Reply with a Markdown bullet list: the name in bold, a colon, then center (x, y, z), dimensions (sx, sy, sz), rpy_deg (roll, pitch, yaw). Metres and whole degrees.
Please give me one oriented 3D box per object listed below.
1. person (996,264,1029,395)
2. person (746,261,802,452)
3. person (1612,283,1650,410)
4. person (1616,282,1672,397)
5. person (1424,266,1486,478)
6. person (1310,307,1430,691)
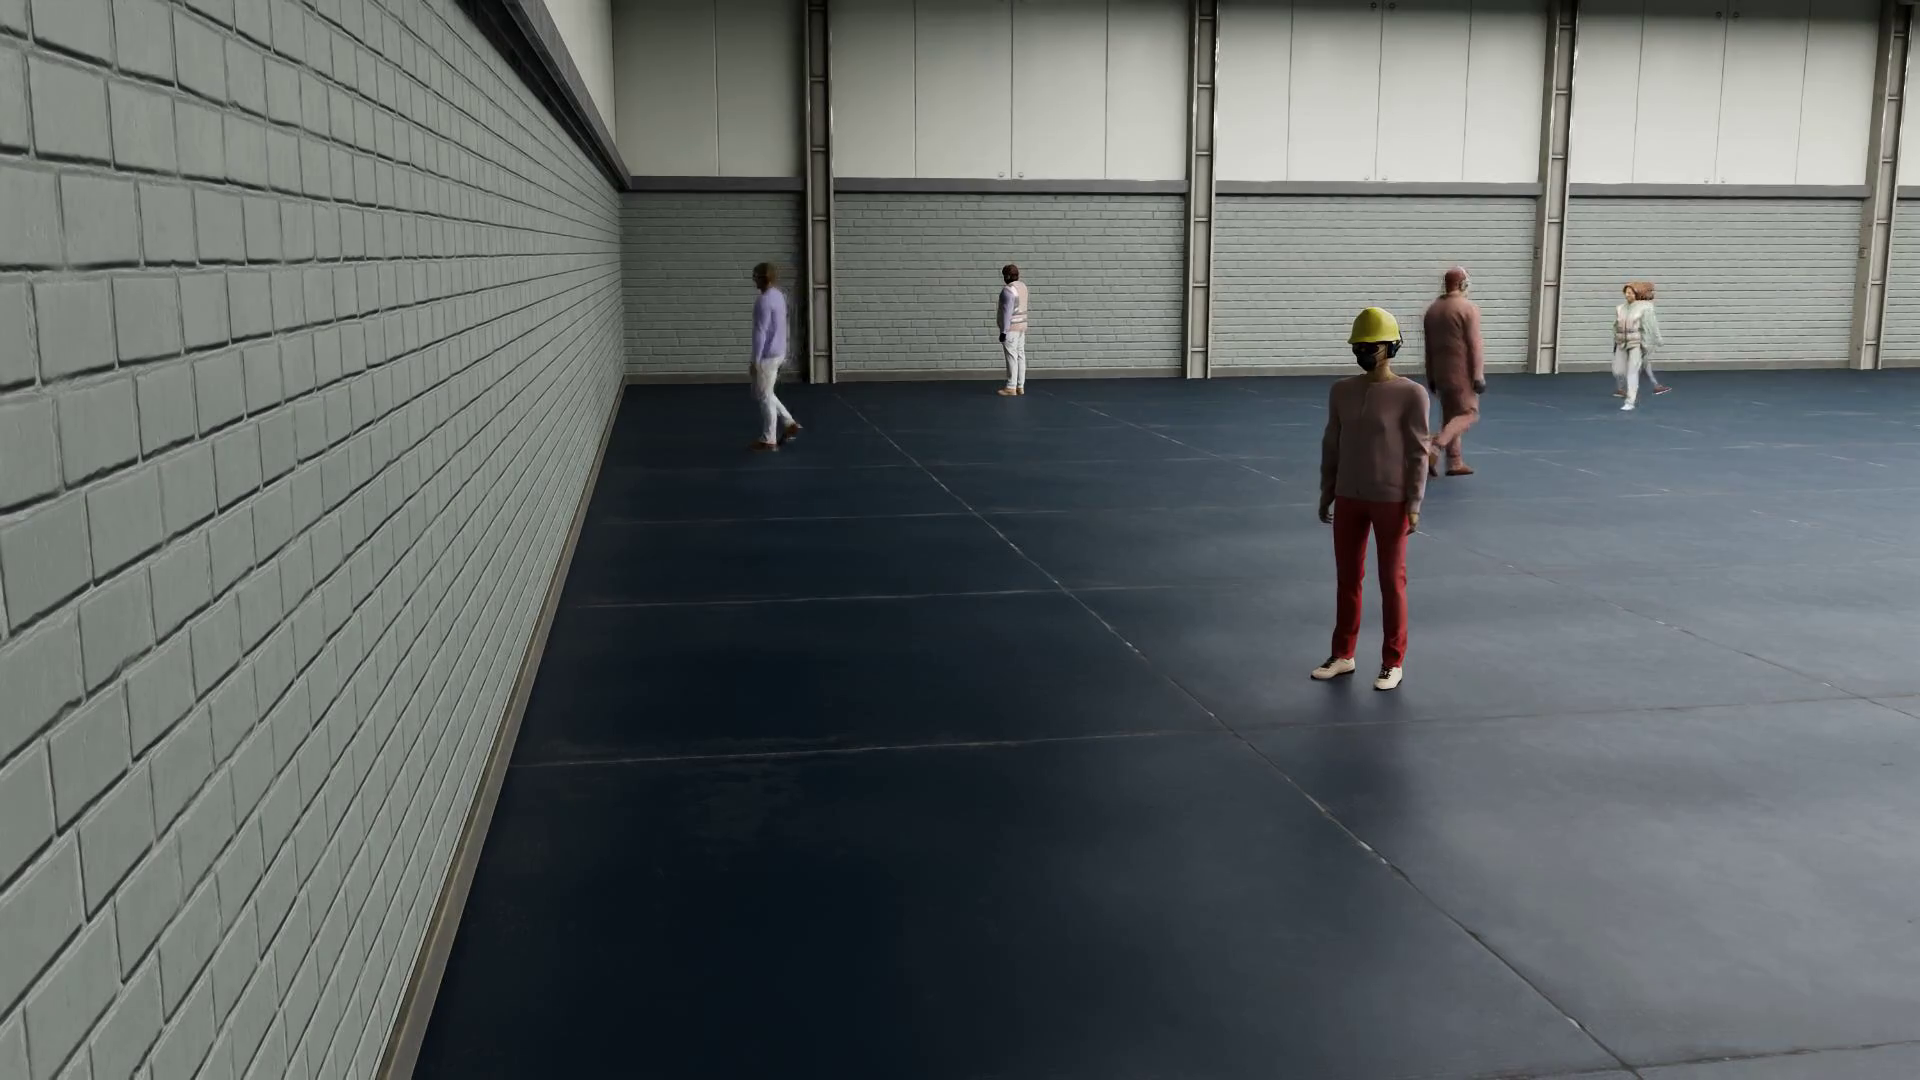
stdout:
- **person**: center (0.726, -2.958, 23.467), dimensions (0.430, 1.838, 0.619), rpy_deg (5, 11, 28)
- **person**: center (-1.928, -1.834, 16.748), dimensions (0.422, 1.929, 0.631), rpy_deg (1, 10, 4)
- **person**: center (8.605, -2.472, 21.286), dimensions (0.432, 1.626, 0.519), rpy_deg (-7, 12, -35)
- **person**: center (9.566, -2.782, 23.147), dimensions (0.842, 1.593, 0.501), rpy_deg (0, 10, 3)
- **person**: center (4.386, -1.482, 14.803), dimensions (0.709, 1.888, 0.684), rpy_deg (-4, 11, -21)
- **person**: center (1.901, -0.189, 7.723), dimensions (0.533, 1.768, 0.310), rpy_deg (9, 13, 42)
